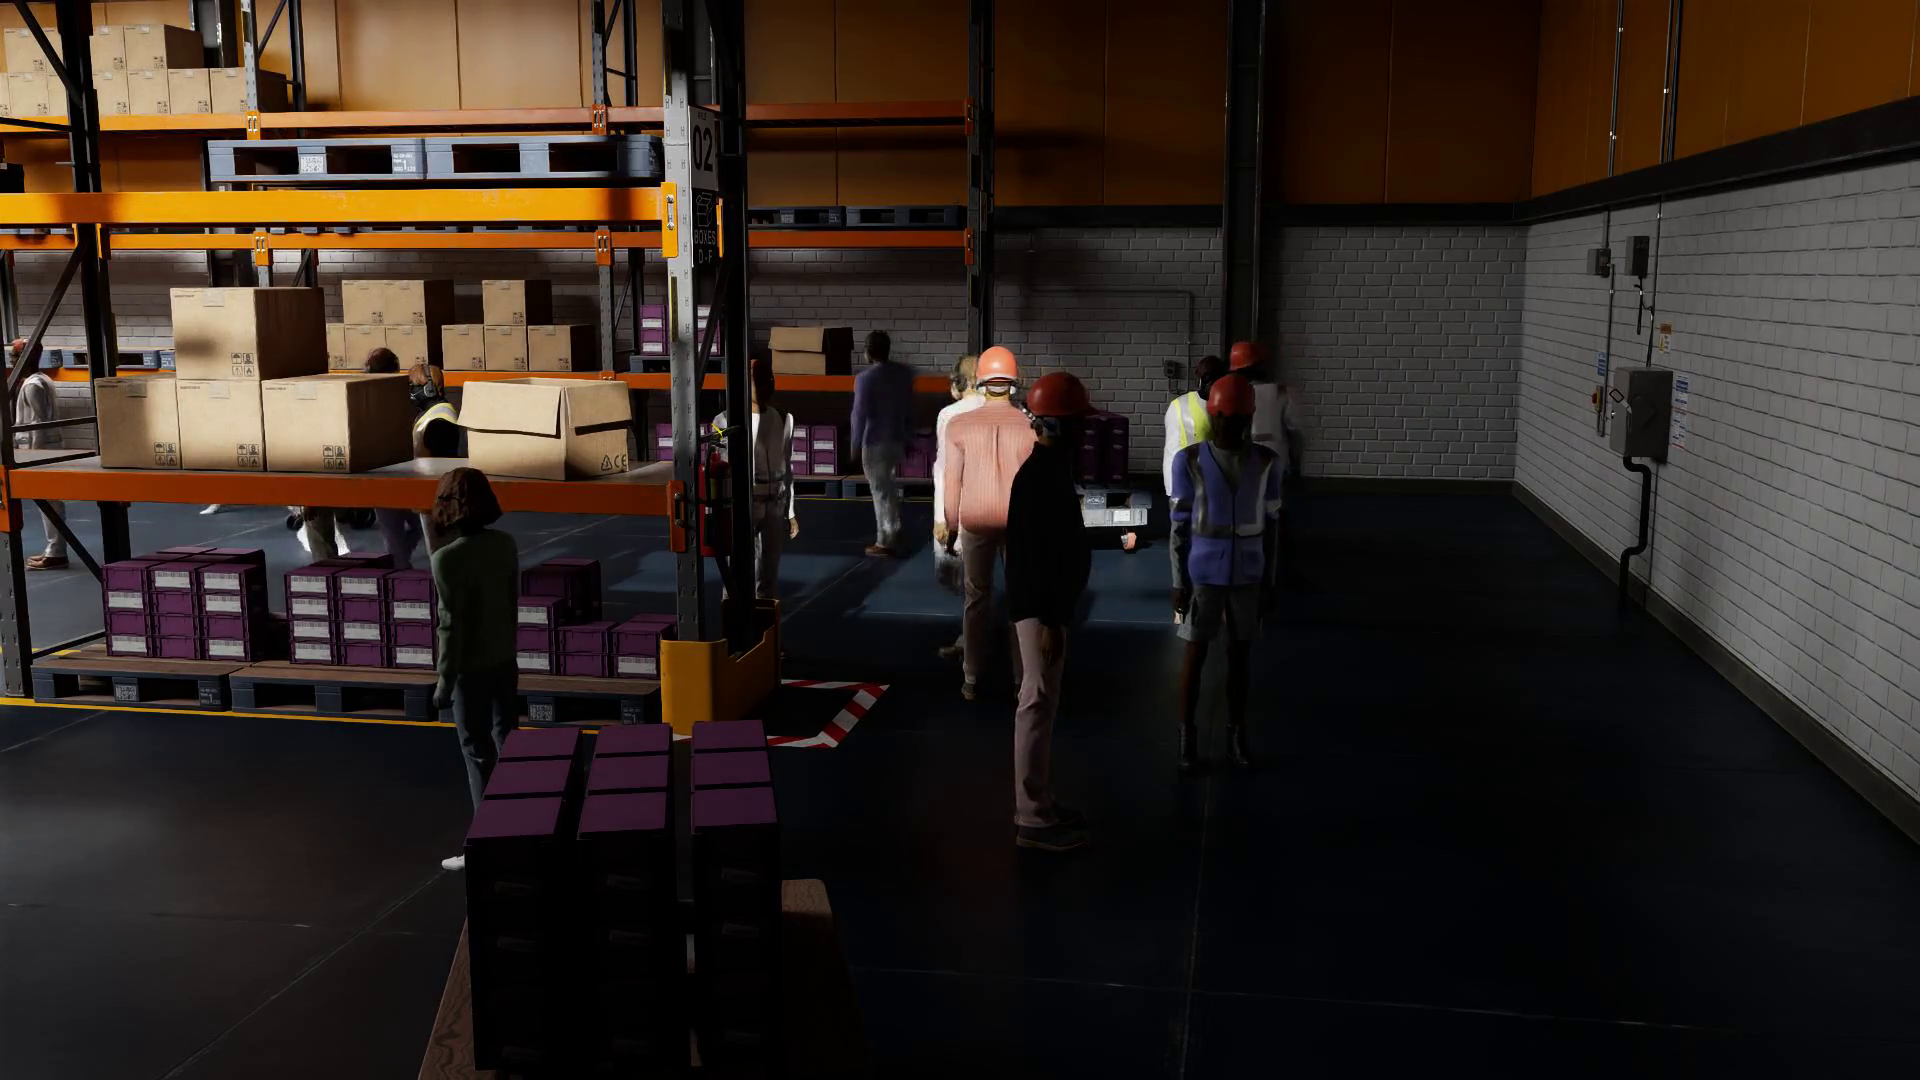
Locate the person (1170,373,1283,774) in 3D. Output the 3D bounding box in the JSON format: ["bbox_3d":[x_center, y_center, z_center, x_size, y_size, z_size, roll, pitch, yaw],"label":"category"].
[{"bbox_3d":[1.278,0.166,7.981,0.547,1.934,0.376,-1,9,-6],"label":"person"}]

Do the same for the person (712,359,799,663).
[{"bbox_3d":[-1.242,-0.160,10.168,0.575,1.882,0.359,-8,12,-39],"label":"person"}]

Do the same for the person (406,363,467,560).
[{"bbox_3d":[-3.358,-0.213,10.656,0.428,1.836,0.626,-3,10,-20],"label":"person"}]

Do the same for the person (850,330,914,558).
[{"bbox_3d":[-0.680,-0.802,14.014,0.443,1.924,0.658,7,12,38],"label":"person"}]

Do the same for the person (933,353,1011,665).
[{"bbox_3d":[0.135,-0.159,10.069,0.600,1.916,0.661,8,12,39],"label":"person"}]

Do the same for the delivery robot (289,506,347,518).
[{"bbox_3d":[-5.924,-0.416,15.571,0.707,0.478,0.477,-7,12,-38],"label":"delivery robot"}]

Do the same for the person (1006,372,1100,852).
[{"bbox_3d":[0.384,0.292,7.012,0.384,1.996,0.610,1,9,5],"label":"person"}]

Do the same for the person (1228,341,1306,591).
[{"bbox_3d":[2.294,-0.552,12.598,0.668,1.898,0.370,-1,9,-6],"label":"person"}]

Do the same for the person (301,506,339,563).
[{"bbox_3d":[-4.447,-0.341,11.432,0.404,1.837,0.590,-3,10,-18],"label":"person"}]

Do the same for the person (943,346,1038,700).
[{"bbox_3d":[0.216,-0.085,9.343,0.620,1.997,0.372,1,9,5],"label":"person"}]

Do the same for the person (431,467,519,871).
[{"bbox_3d":[-1.947,0.520,6.713,0.286,1.633,0.501,3,10,20],"label":"person"}]

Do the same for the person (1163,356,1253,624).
[{"bbox_3d":[1.707,-0.336,11.387,0.637,1.842,0.429,-1,9,-6],"label":"person"}]

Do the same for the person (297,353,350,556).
[{"bbox_3d":[-5.419,-0.766,14.091,0.918,1.836,0.530,7,11,37],"label":"person"}]

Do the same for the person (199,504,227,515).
[{"bbox_3d":[-7.348,-1.202,16.587,0.590,1.903,0.642,5,11,29],"label":"person"}]

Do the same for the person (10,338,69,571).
[{"bbox_3d":[-7.450,-0.692,13.468,0.358,1.882,0.574,-4,10,-23],"label":"person"}]

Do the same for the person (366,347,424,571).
[{"bbox_3d":[-4.205,-0.484,12.236,0.685,1.876,0.559,-9,13,-43],"label":"person"}]
